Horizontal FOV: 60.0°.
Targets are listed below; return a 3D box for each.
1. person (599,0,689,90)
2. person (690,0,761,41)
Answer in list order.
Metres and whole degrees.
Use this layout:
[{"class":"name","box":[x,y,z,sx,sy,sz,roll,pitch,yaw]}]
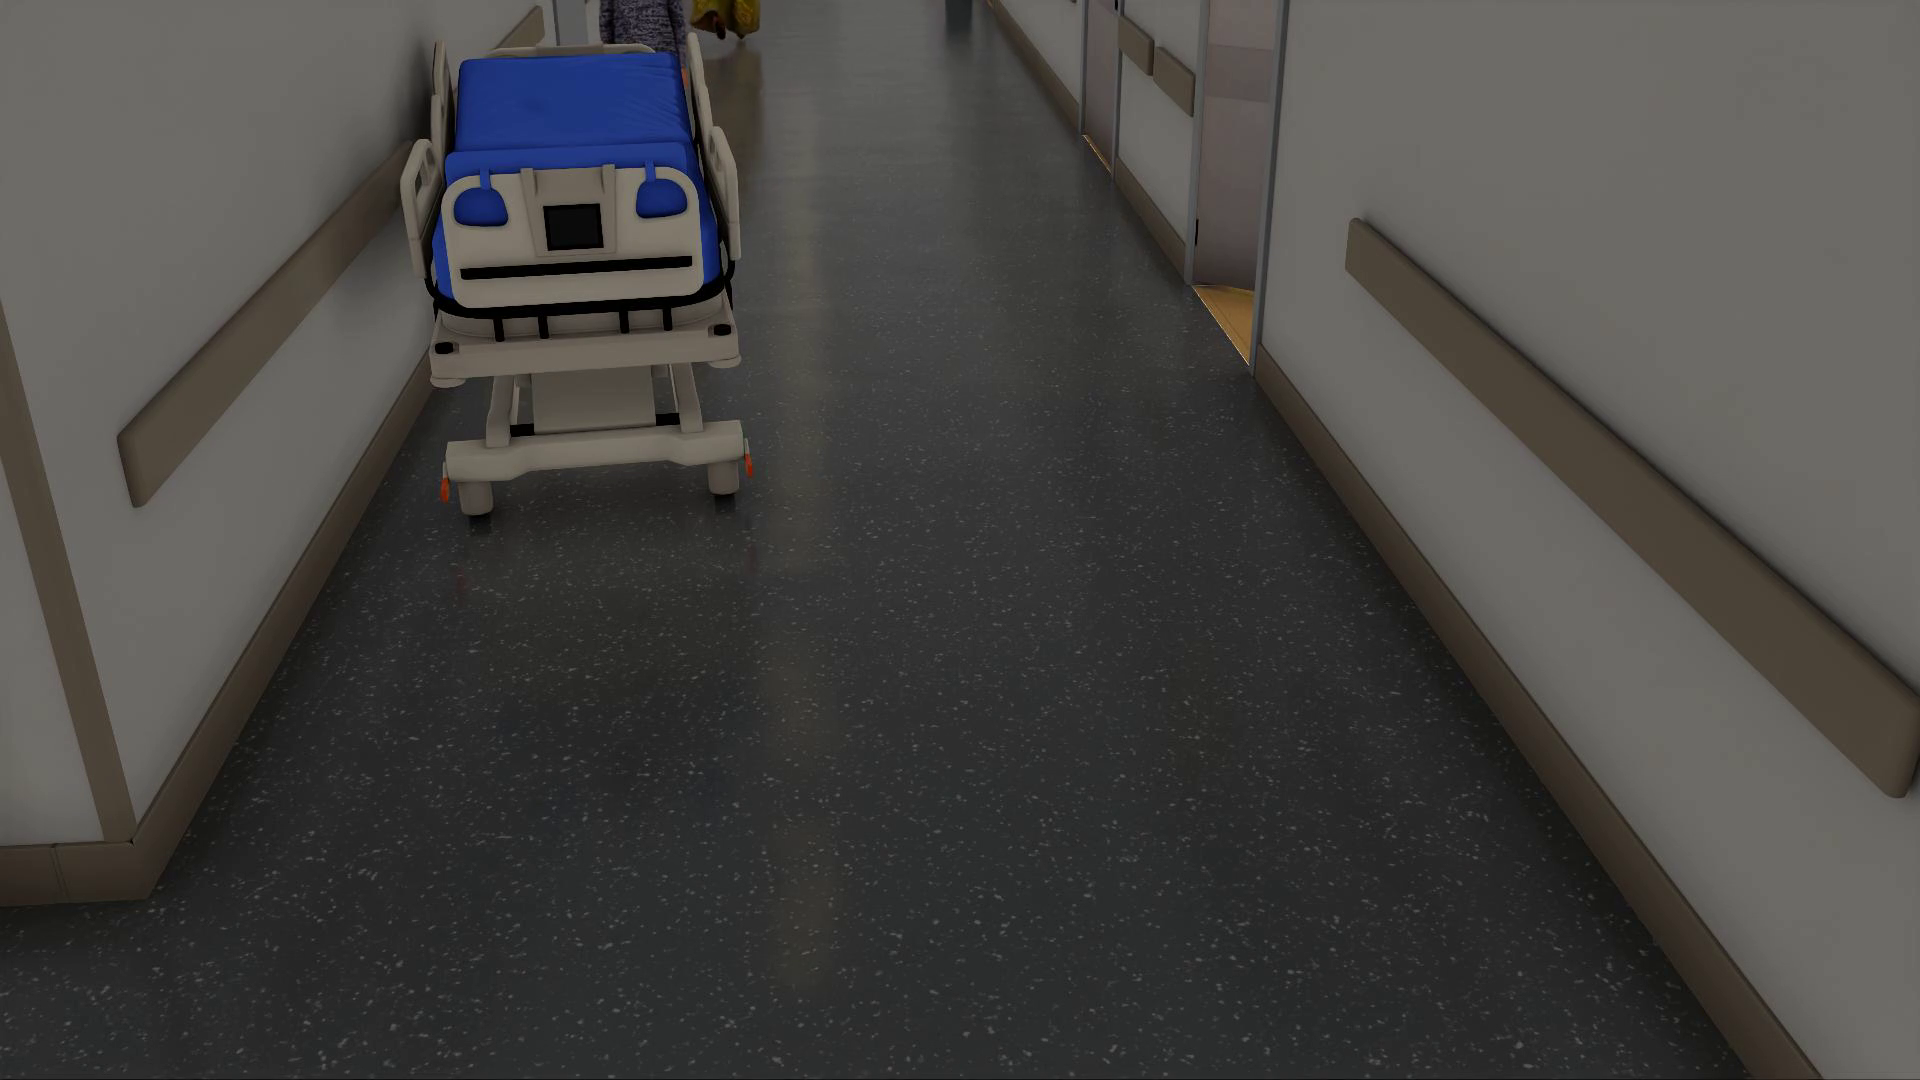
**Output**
[{"class":"person","box":[-1.718,-2.628,9.115,0.445,1.735,0.664,-2,26,-5]},{"class":"person","box":[-2.033,-5.159,14.479,1.189,1.635,0.881,0,26,0]}]
